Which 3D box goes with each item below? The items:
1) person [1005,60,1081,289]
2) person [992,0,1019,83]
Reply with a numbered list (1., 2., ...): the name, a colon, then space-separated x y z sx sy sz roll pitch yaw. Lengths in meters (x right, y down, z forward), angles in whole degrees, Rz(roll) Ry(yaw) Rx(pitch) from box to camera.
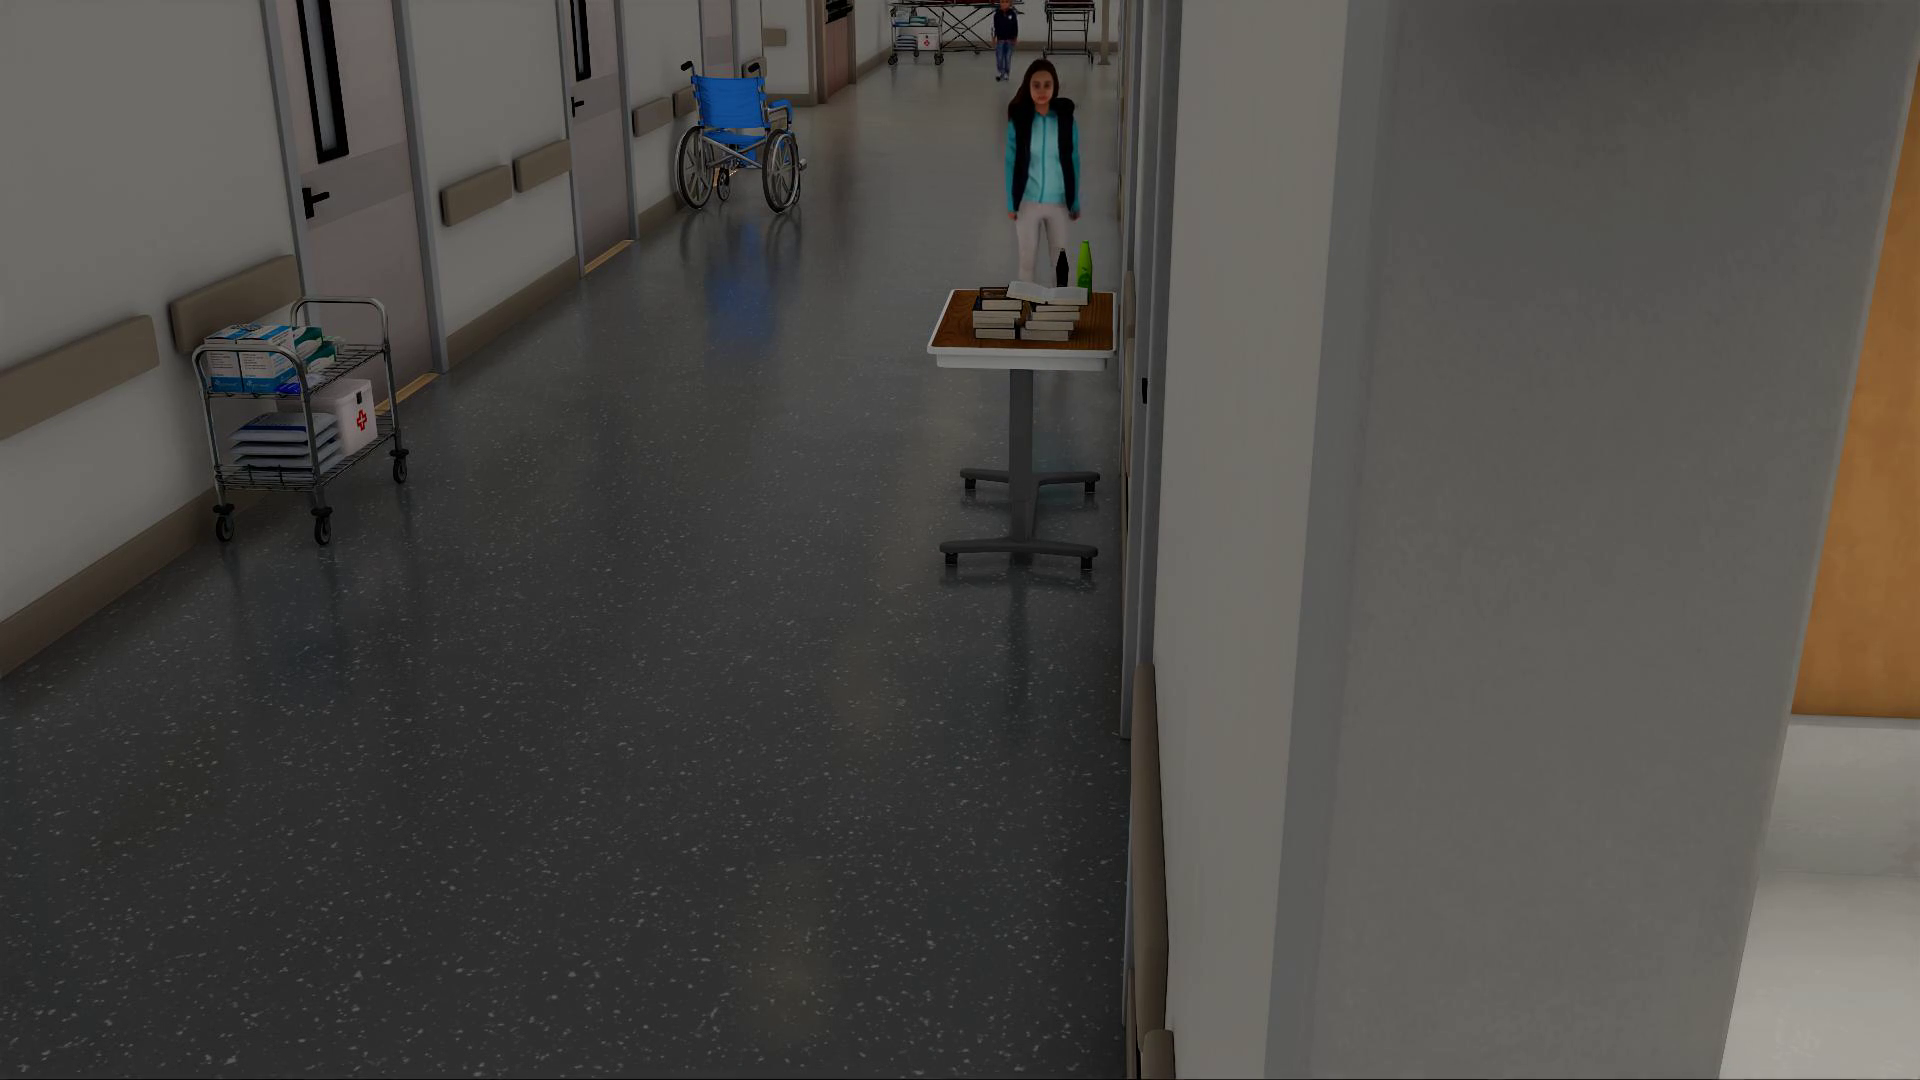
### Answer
1. person: 0.454 -1.876 9.143 0.621 1.484 0.637 -2 21 -6
2. person: 0.628 -6.886 22.750 0.517 1.214 0.468 1 21 2
